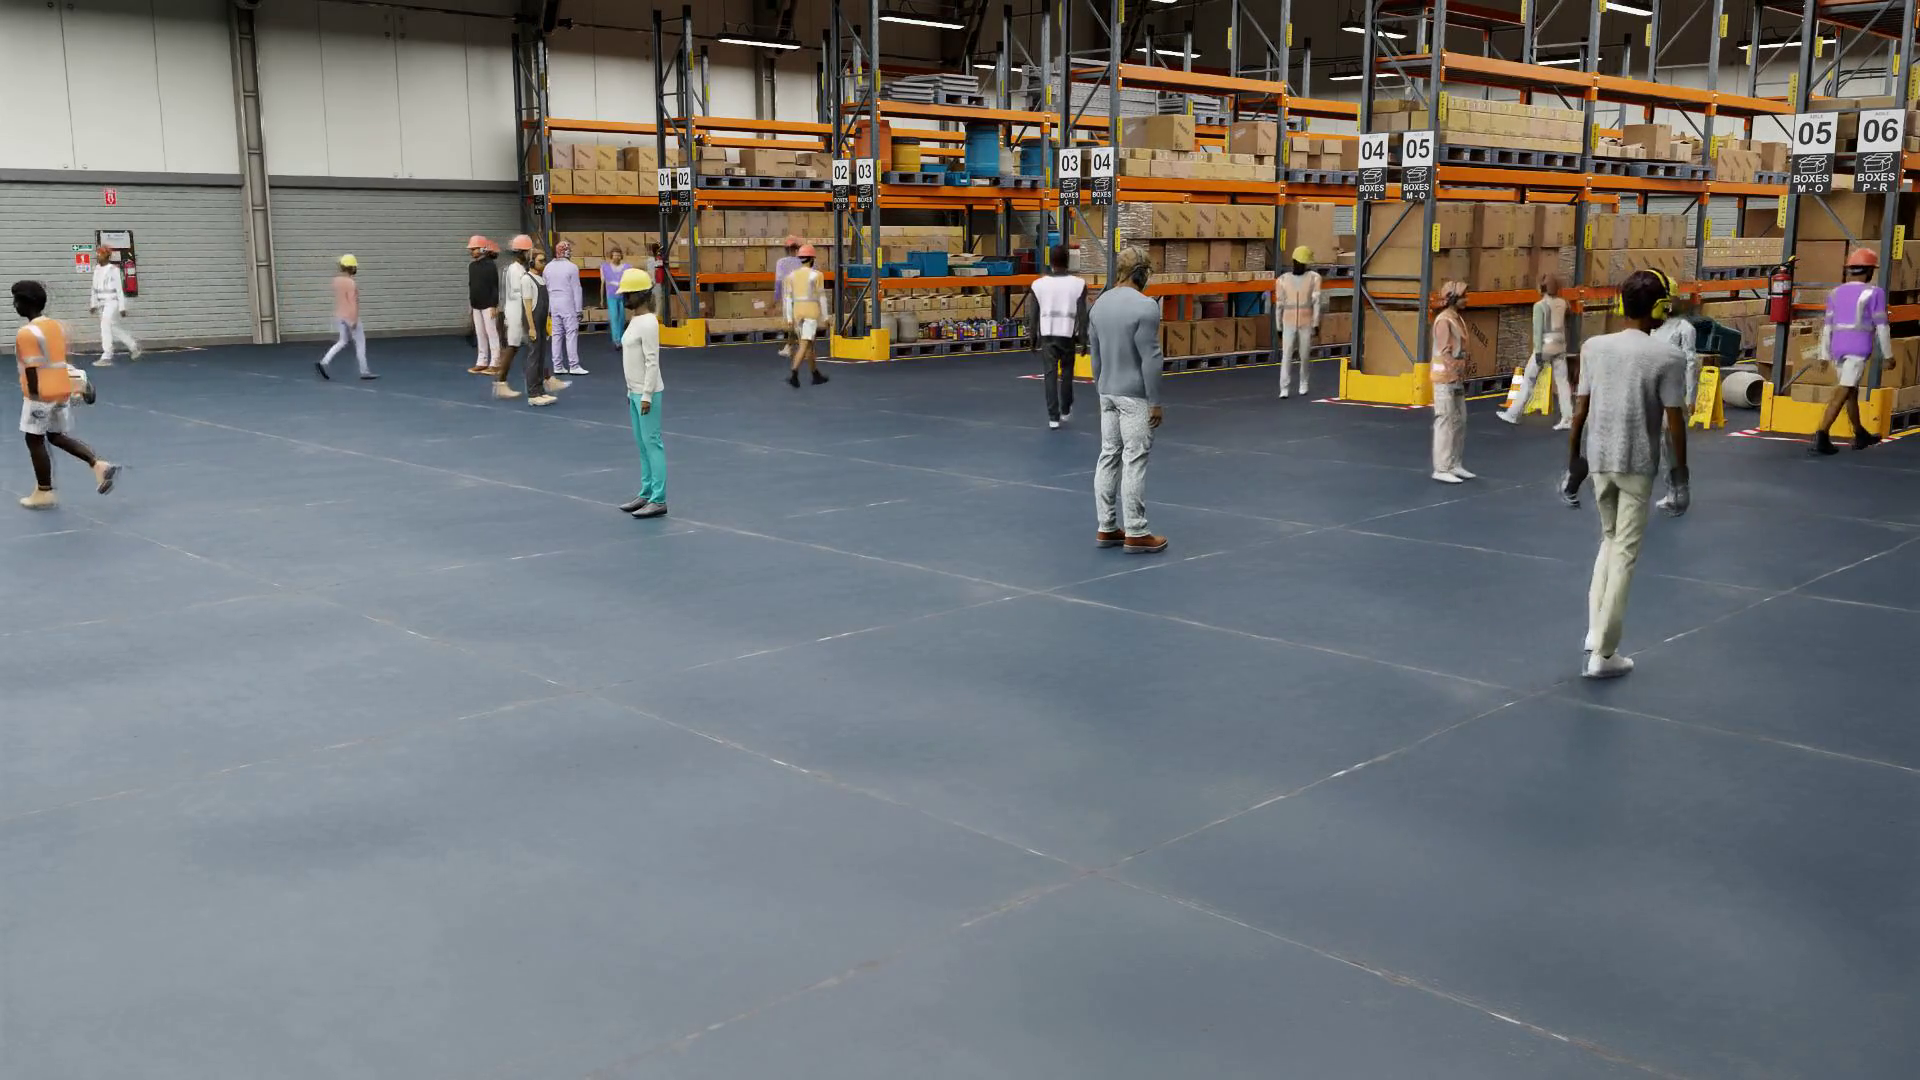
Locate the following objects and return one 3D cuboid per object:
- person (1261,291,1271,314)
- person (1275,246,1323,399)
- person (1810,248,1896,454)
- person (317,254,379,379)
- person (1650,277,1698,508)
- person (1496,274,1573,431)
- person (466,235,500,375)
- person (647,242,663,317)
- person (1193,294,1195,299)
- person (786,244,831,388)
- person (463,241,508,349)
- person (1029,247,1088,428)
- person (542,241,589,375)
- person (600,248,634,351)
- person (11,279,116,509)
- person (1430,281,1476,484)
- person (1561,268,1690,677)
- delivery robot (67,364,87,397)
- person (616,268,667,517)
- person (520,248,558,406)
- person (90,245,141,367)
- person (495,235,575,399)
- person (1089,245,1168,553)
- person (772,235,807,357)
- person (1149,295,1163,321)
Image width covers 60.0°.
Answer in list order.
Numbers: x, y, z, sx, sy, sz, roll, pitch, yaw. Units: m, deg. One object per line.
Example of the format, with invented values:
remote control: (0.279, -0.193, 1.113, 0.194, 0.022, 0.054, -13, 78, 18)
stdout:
person: (5.423, -4.216, 28.706, 0.552, 1.932, 0.377, 10, 14, 43)
person: (4.226, -2.731, 20.783, 0.577, 1.882, 0.870, 3, 11, 14)
person: (8.286, -1.748, 15.411, 1.013, 1.885, 0.562, -4, 11, -19)
person: (-8.547, -3.101, 23.131, 0.522, 1.742, 0.753, 9, 14, 42)
person: (5.016, -1.052, 12.065, 0.902, 1.693, 0.505, -5, 11, -24)
person: (6.053, -1.949, 17.279, 0.533, 1.595, 0.861, -6, 12, -31)
person: (-6.910, -3.398, 24.080, 0.612, 1.994, 0.394, 8, 13, 39)
person: (-5.899, -4.884, 32.578, 0.497, 1.844, 0.570, -10, 14, -44)
person: (5.423, -6.089, 39.245, 0.597, 1.818, 0.429, 10, 14, 44)
person: (-2.071, -2.997, 22.204, 0.544, 1.897, 0.992, 7, 12, 32)
person: (-8.398, -4.353, 29.550, 0.889, 1.909, 0.555, 1, 10, 4)
person: (1.044, -2.158, 17.652, 0.618, 1.865, 0.966, 1, 10, 5)
person: (-5.690, -3.342, 24.013, 0.639, 1.911, 0.402, 6, 12, 28)
person: (-6.048, -4.259, 29.368, 0.573, 1.791, 0.984, -4, 11, -19)
person: (-6.662, -1.074, 12.244, 0.569, 1.679, 0.535, 0, 10, 1)
person: (4.003, -1.281, 13.538, 0.369, 1.636, 0.533, 7, 12, 32)
person: (3.070, -0.308, 7.624, 0.566, 1.849, 0.549, -8, 13, -38)
delivery robot: (-10.777, -1.946, 19.955, 0.707, 0.478, 0.477, 10, 14, 42)
person: (-2.294, -1.059, 11.955, 0.312, 1.768, 0.524, -5, 11, -24)
person: (-5.030, -2.538, 19.803, 0.345, 1.846, 0.506, 1, 10, 3)
person: (-13.193, -3.661, 25.902, 0.569, 1.862, 0.813, 6, 12, 31)
person: (-5.312, -2.751, 20.557, 1.022, 1.992, 0.640, -2, 11, -9)
person: (1.076, -0.901, 10.623, 0.373, 1.940, 0.630, -7, 12, -33)
person: (-2.701, -3.982, 27.240, 0.604, 2.014, 0.969, -10, 14, -44)
person: (4.467, -5.921, 37.993, 0.630, 1.938, 0.366, 0, 10, 2)
